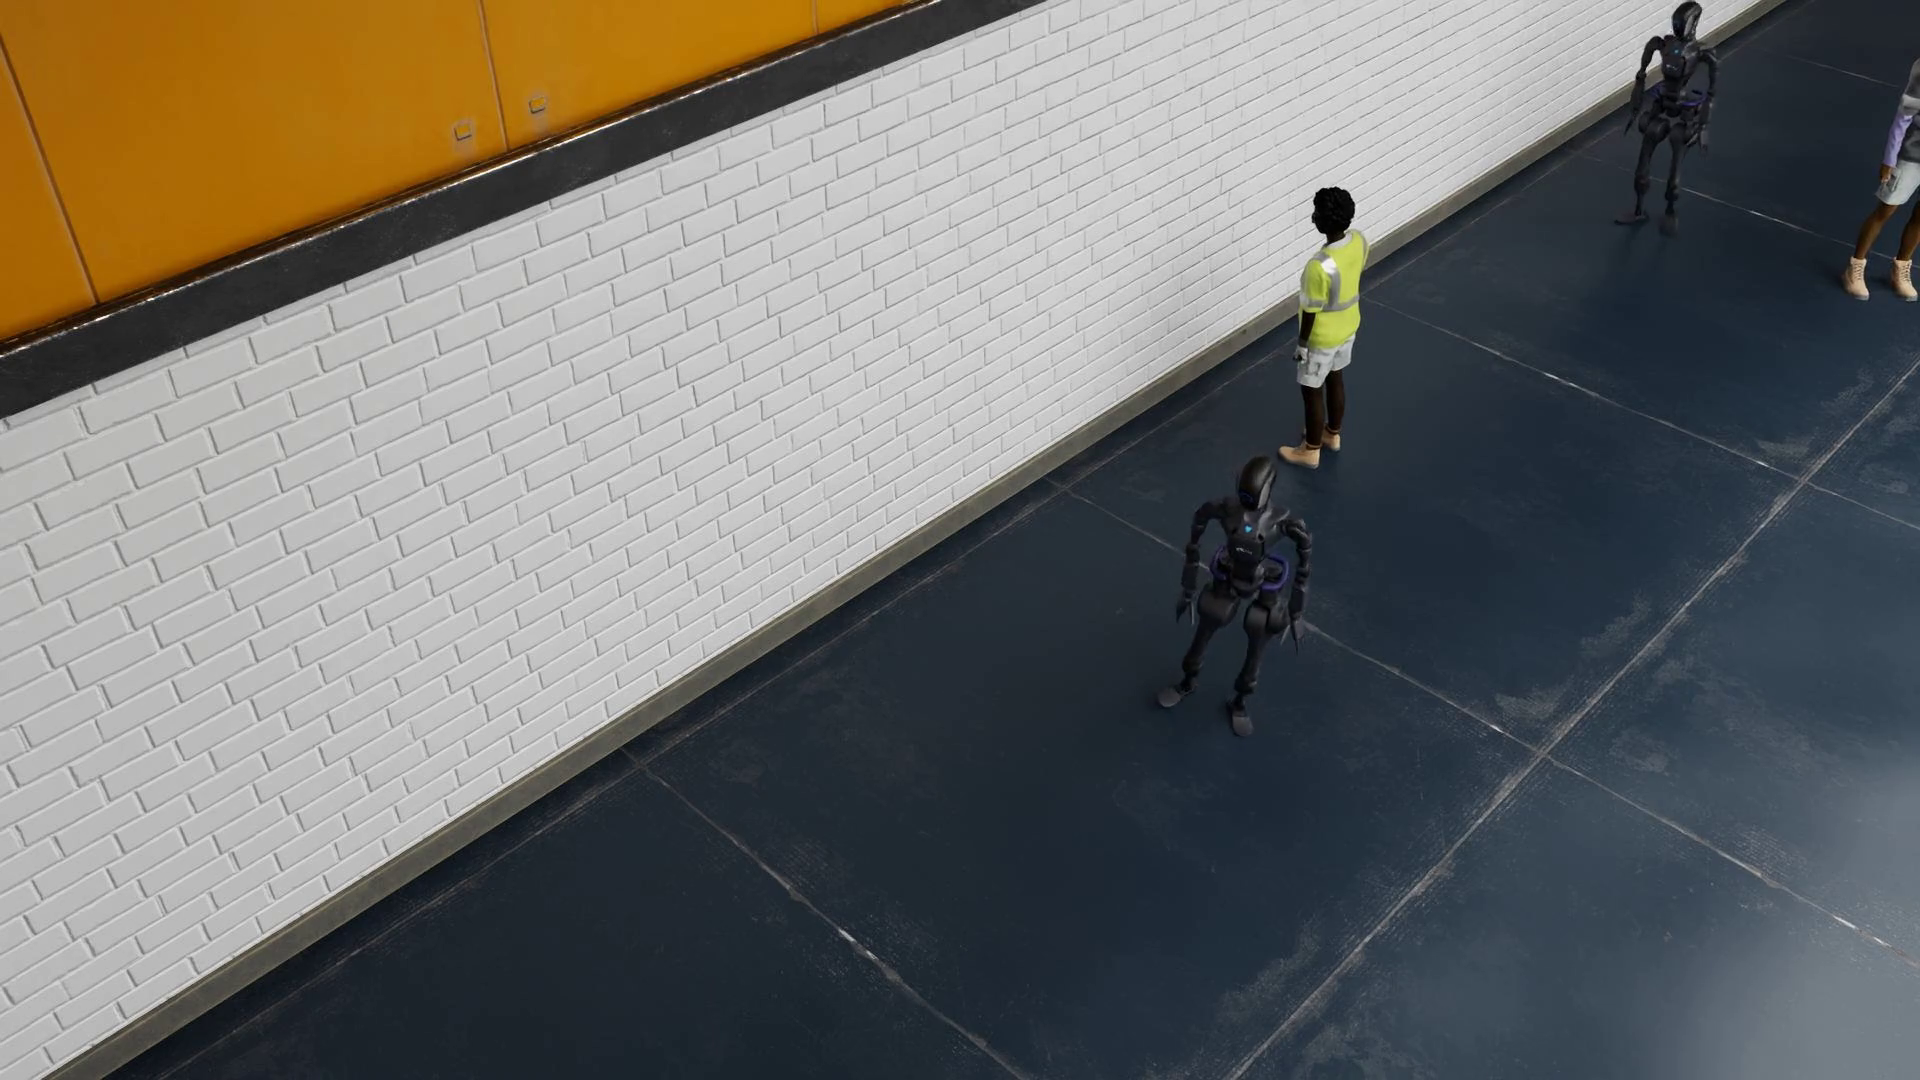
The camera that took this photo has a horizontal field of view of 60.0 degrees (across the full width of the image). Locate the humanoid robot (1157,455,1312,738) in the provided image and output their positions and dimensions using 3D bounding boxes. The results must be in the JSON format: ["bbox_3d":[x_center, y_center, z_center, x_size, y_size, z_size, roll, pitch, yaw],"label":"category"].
[{"bbox_3d":[1.254,0.249,7.494,0.665,1.636,0.410,13,40,16],"label":"humanoid robot"}]

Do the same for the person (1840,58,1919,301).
[{"bbox_3d":[6.189,-2.444,10.571,0.604,2.035,0.415,2,39,2],"label":"person"}]

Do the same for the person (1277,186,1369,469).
[{"bbox_3d":[2.024,-1.170,9.252,0.332,1.686,0.535,29,47,31],"label":"person"}]

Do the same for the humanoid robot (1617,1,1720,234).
[{"bbox_3d":[4.893,-2.897,11.415,0.610,1.638,0.415,29,47,31],"label":"humanoid robot"}]
